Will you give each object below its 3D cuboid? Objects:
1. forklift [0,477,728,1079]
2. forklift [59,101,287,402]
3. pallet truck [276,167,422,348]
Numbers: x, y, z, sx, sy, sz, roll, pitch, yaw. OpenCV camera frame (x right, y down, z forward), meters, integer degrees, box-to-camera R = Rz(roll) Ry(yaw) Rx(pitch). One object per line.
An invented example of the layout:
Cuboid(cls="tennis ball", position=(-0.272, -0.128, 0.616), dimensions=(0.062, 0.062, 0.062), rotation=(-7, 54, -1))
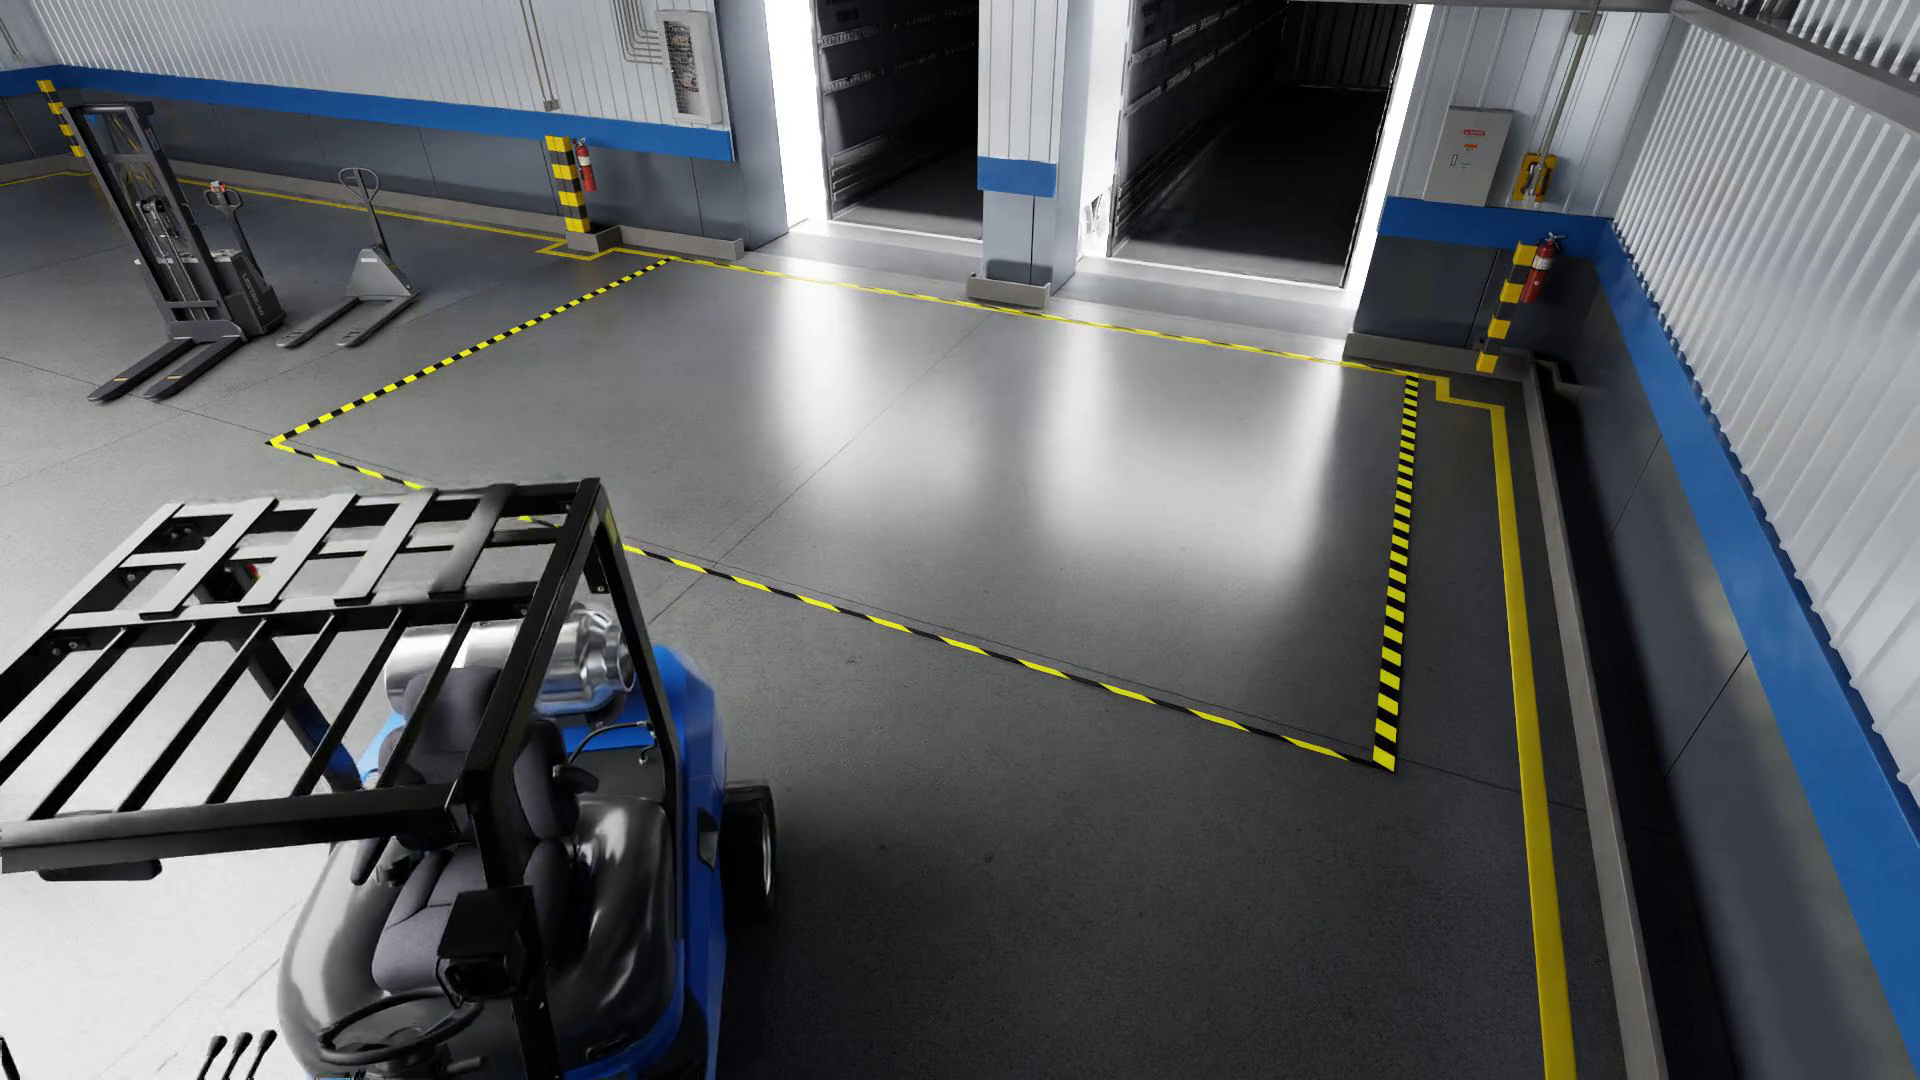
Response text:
Cuboid(cls="forklift", position=(-1.305, 1.008, 2.268), dimensions=(1.157, 2.036, 2.680), rotation=(-4, 35, -6))
Cuboid(cls="forklift", position=(-6.686, -2.387, 7.434), dimensions=(0.823, 1.965, 1.885), rotation=(-3, 35, -5))
Cuboid(cls="pallet truck", position=(-5.732, -2.611, 8.414), dimensions=(0.680, 1.201, 1.601), rotation=(-1, 35, -1))
